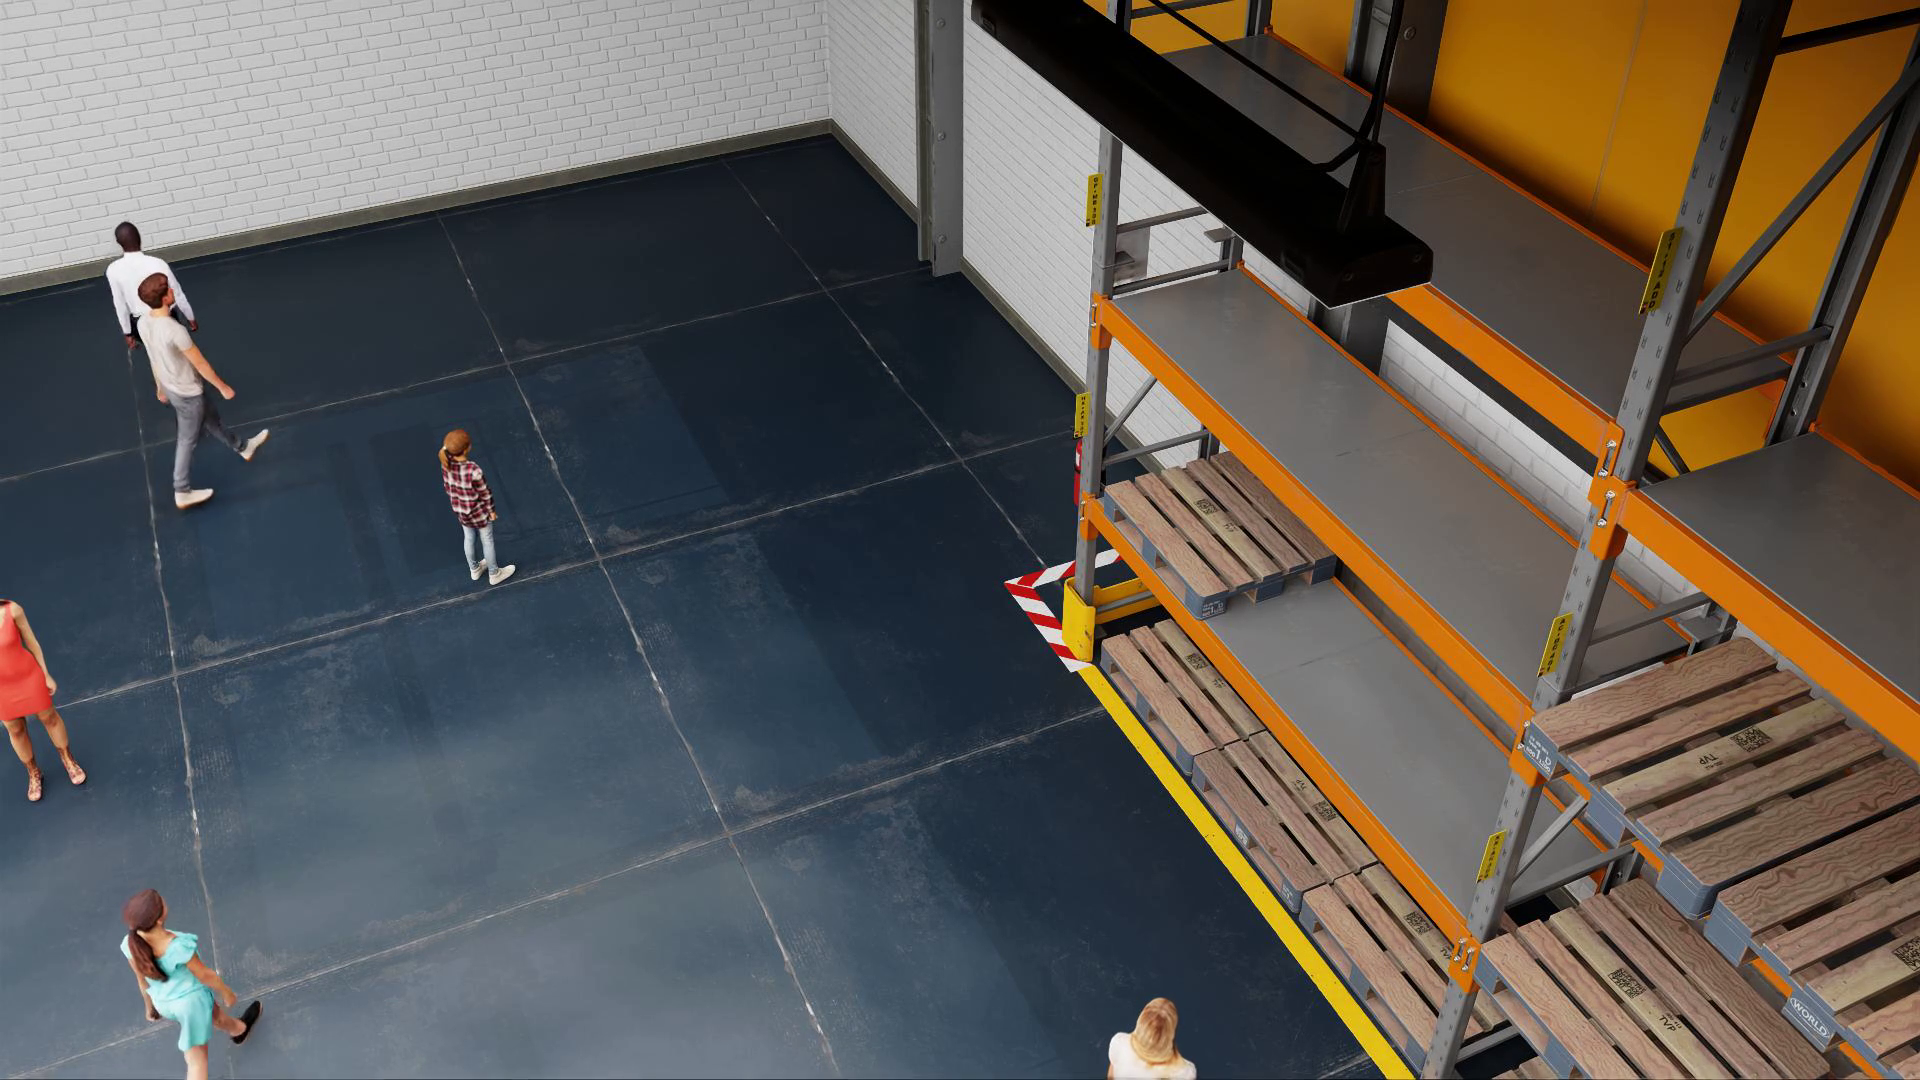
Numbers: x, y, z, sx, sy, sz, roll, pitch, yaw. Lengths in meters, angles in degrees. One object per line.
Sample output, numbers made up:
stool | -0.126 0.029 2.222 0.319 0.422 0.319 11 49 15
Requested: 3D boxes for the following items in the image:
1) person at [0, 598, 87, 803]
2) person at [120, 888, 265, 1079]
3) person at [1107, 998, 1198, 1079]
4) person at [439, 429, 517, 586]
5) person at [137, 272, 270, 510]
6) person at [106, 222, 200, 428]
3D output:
person | -5.814 0.861 10.210 0.598 1.718 0.554 -21 43 -24
person | -3.969 2.400 8.443 0.963 1.518 1.121 7 39 9
person | 0.848 2.748 7.774 0.641 1.809 0.717 16 41 19
person | -3.500 -0.244 11.924 0.611 1.305 0.682 16 41 19
person | -5.913 -1.069 12.528 1.234 1.841 1.106 26 45 29
person | -6.391 -1.609 13.246 0.891 1.788 1.307 -7 39 -8
